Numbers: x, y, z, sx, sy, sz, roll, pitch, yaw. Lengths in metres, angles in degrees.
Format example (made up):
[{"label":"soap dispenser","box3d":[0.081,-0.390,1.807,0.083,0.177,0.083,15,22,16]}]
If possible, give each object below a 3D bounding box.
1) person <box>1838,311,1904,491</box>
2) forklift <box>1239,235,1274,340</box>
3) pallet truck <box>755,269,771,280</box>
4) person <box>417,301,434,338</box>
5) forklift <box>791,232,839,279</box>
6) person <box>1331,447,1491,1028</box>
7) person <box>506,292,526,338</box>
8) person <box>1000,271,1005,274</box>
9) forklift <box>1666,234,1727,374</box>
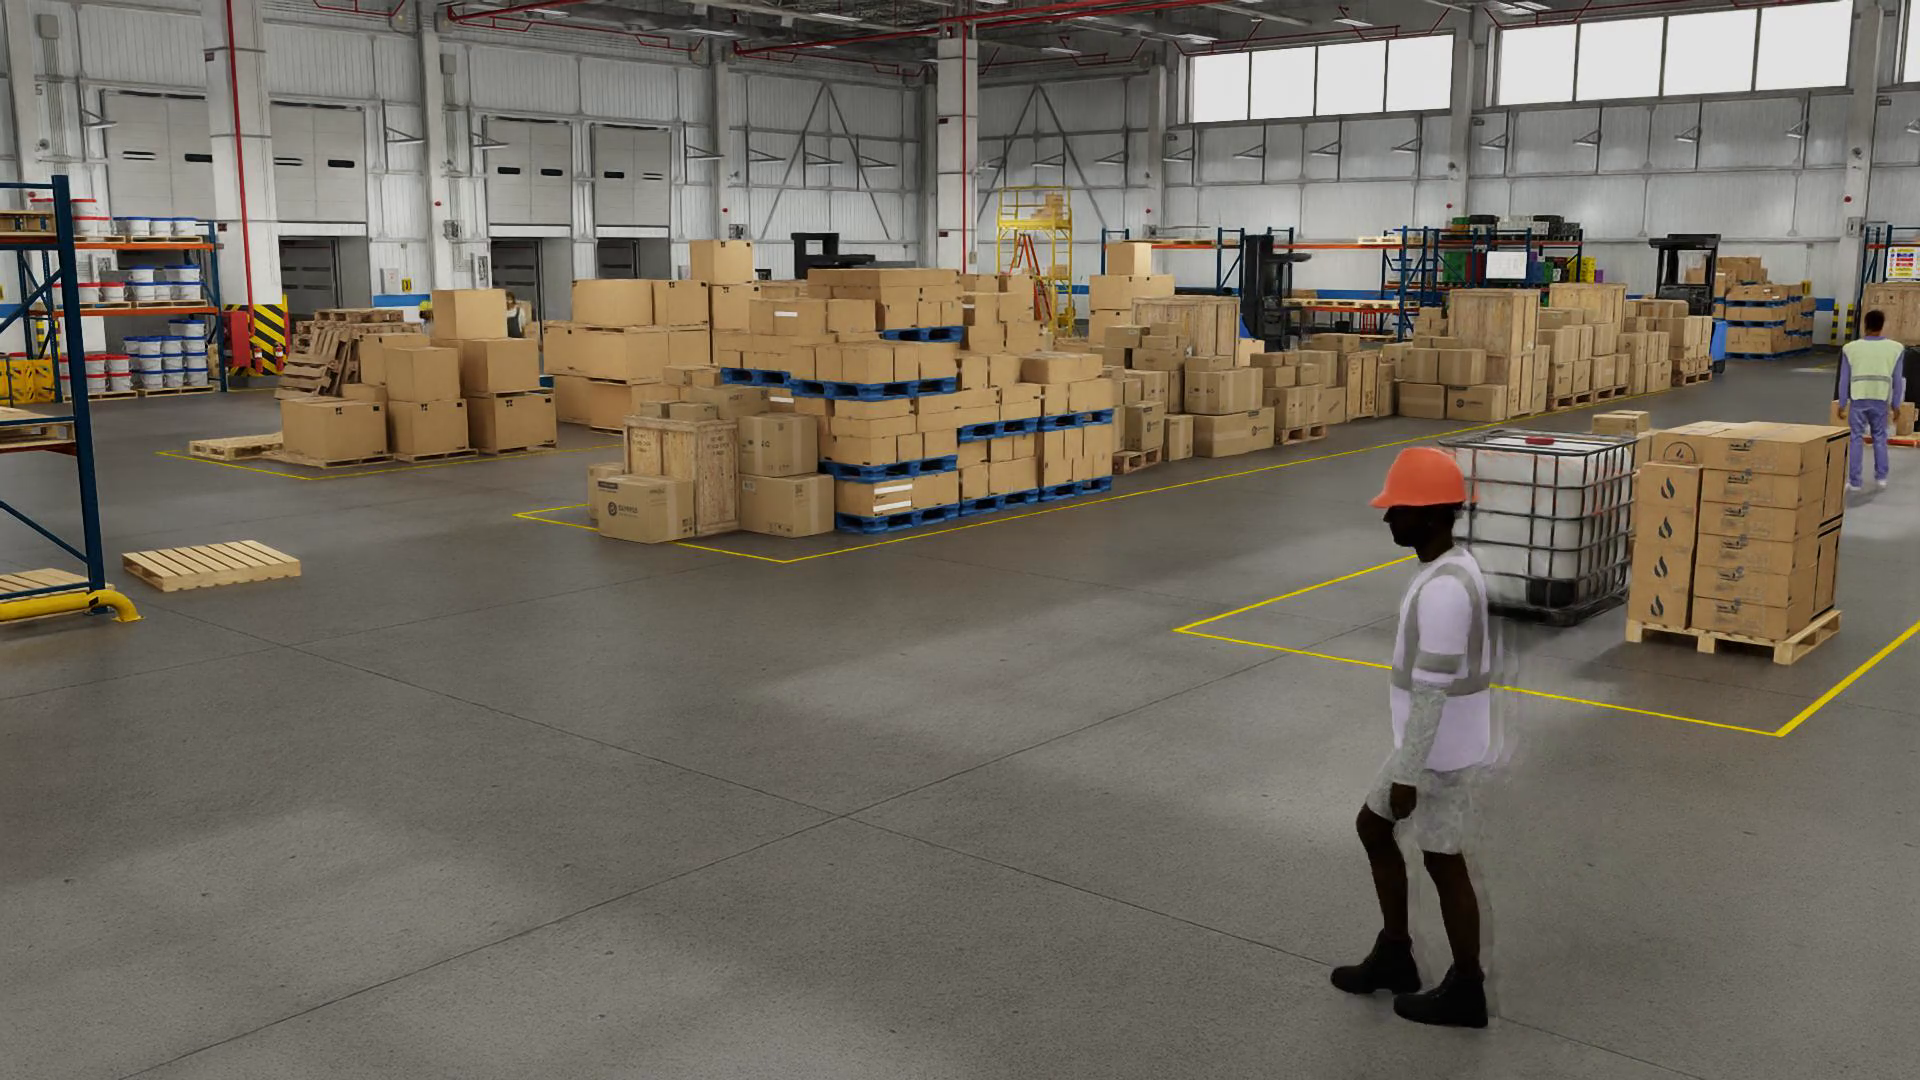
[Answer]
[{"label":"person","box3d":[9.564,-1.452,17.509,0.606,1.892,0.440,4,11,19]},{"label":"forklift","box3d":[6.501,-5.280,36.457,1.873,2.768,1.129,7,12,33]},{"label":"pallet truck","box3d":[-4.996,-6.432,45.525,1.885,1.965,0.823,-6,12,-32]},{"label":"person","box3d":[-8.494,-3.025,26.949,0.496,1.707,0.840,9,13,41]},{"label":"forklift","box3d":[-2.663,-4.270,30.705,1.873,2.768,1.129,8,13,40]},{"label":"person","box3d":[1.461,0.651,5.425,0.671,1.912,0.572,3,10,15]},{"label":"person","box3d":[-7.808,-3.412,28.941,0.527,1.805,0.988,0,10,-2]},{"label":"person","box3d":[1.283,-6.557,46.474,0.610,1.921,0.553,5,11,25]},{"label":"forklift","box3d":[14.498,-4.684,33.062,1.129,2.768,1.873,8,13,40]}]
